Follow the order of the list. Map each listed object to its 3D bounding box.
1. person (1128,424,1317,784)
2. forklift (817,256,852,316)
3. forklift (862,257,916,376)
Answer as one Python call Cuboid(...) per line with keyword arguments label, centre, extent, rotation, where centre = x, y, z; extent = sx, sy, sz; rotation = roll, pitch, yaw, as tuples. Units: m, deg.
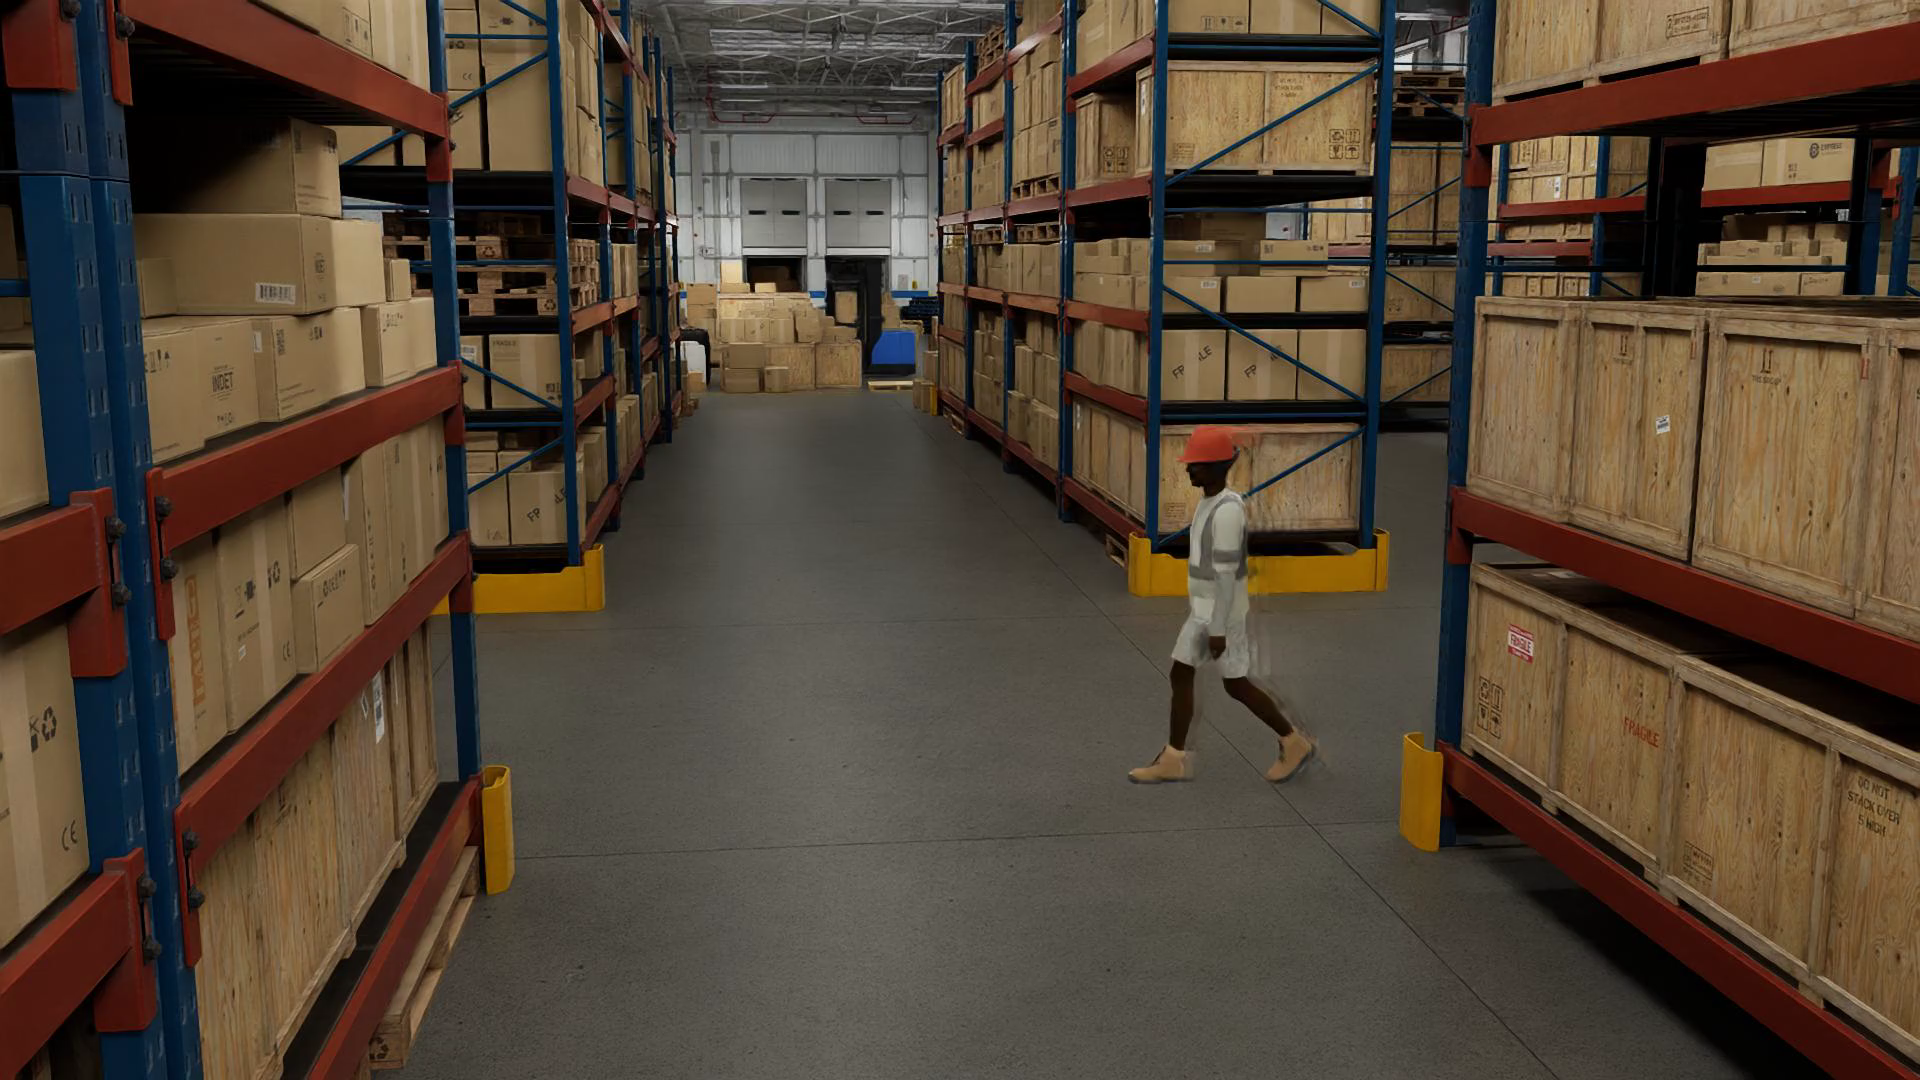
Cuboid(label="person", centre=(1.469, 0.367, 9.012), extent=(0.999, 2.007, 0.621), rotation=(-1, 10, -5))
Cuboid(label="forklift", centre=(-4.171, -8.359, 57.229), extent=(1.129, 2.768, 1.873), rotation=(-7, 12, -35))
Cuboid(label="forklift", centre=(-2.029, -5.320, 39.539), extent=(1.873, 2.768, 1.129), rotation=(-1, 10, -8))
